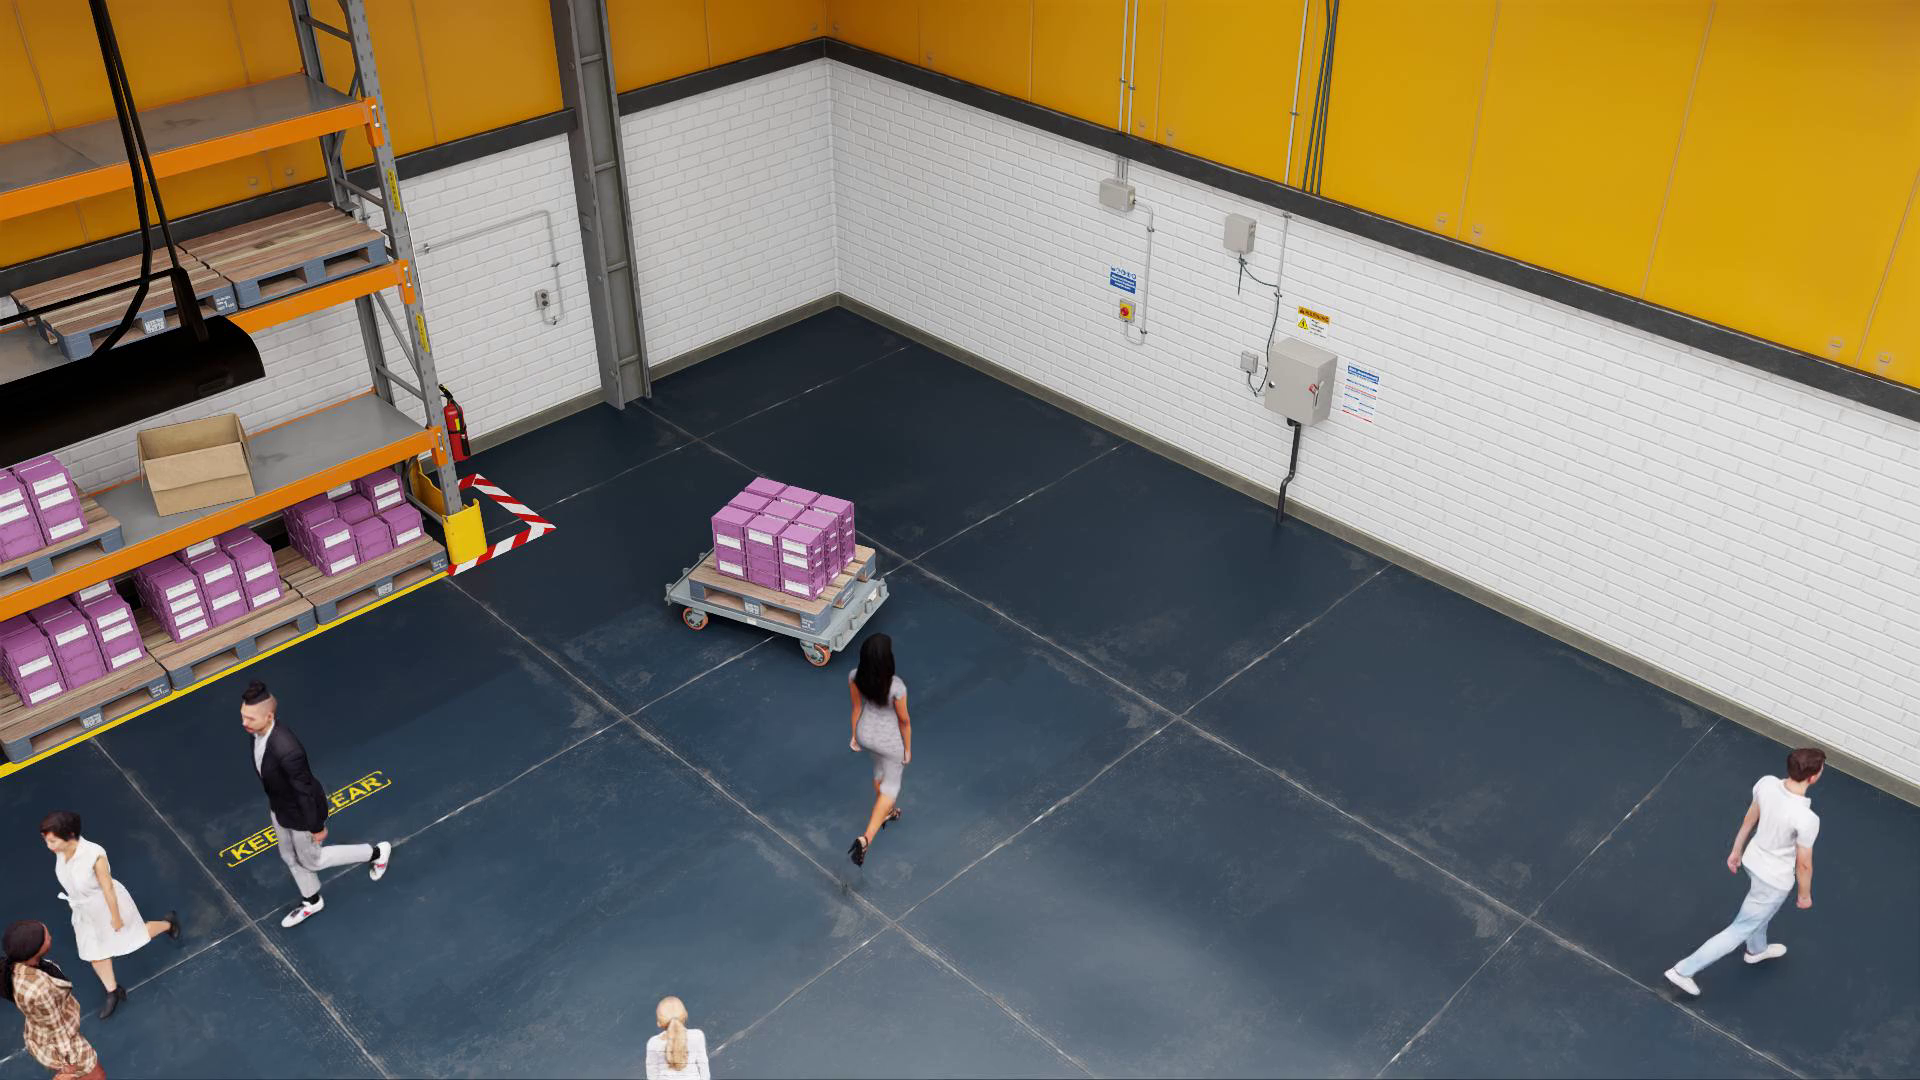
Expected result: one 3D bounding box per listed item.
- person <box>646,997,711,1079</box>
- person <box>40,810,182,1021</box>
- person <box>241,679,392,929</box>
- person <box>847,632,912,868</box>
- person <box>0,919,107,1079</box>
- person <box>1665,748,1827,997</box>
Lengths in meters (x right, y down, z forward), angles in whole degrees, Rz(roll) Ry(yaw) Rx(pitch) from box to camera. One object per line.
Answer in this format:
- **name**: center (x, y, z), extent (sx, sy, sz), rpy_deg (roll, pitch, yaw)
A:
- **person**: center (-1.519, 3.035, 9.123), extent (0.871, 1.257, 0.810), rpy_deg (-9, 35, -13)
- **person**: center (-5.178, 2.188, 10.151), extent (0.832, 1.529, 1.027), rpy_deg (10, 35, 14)
- **person**: center (-4.144, 1.635, 10.619), extent (0.974, 1.931, 0.734), rpy_deg (-28, 43, -35)
- **person**: center (-0.568, 1.418, 11.101), extent (0.782, 1.759, 1.071), rpy_deg (16, 37, 23)
- **person**: center (-4.972, 2.783, 9.037), extent (0.596, 1.772, 0.872), rpy_deg (27, 42, 35)
- **person**: center (4.823, 2.049, 10.099), extent (1.279, 1.817, 1.110), rpy_deg (-5, 34, -7)
